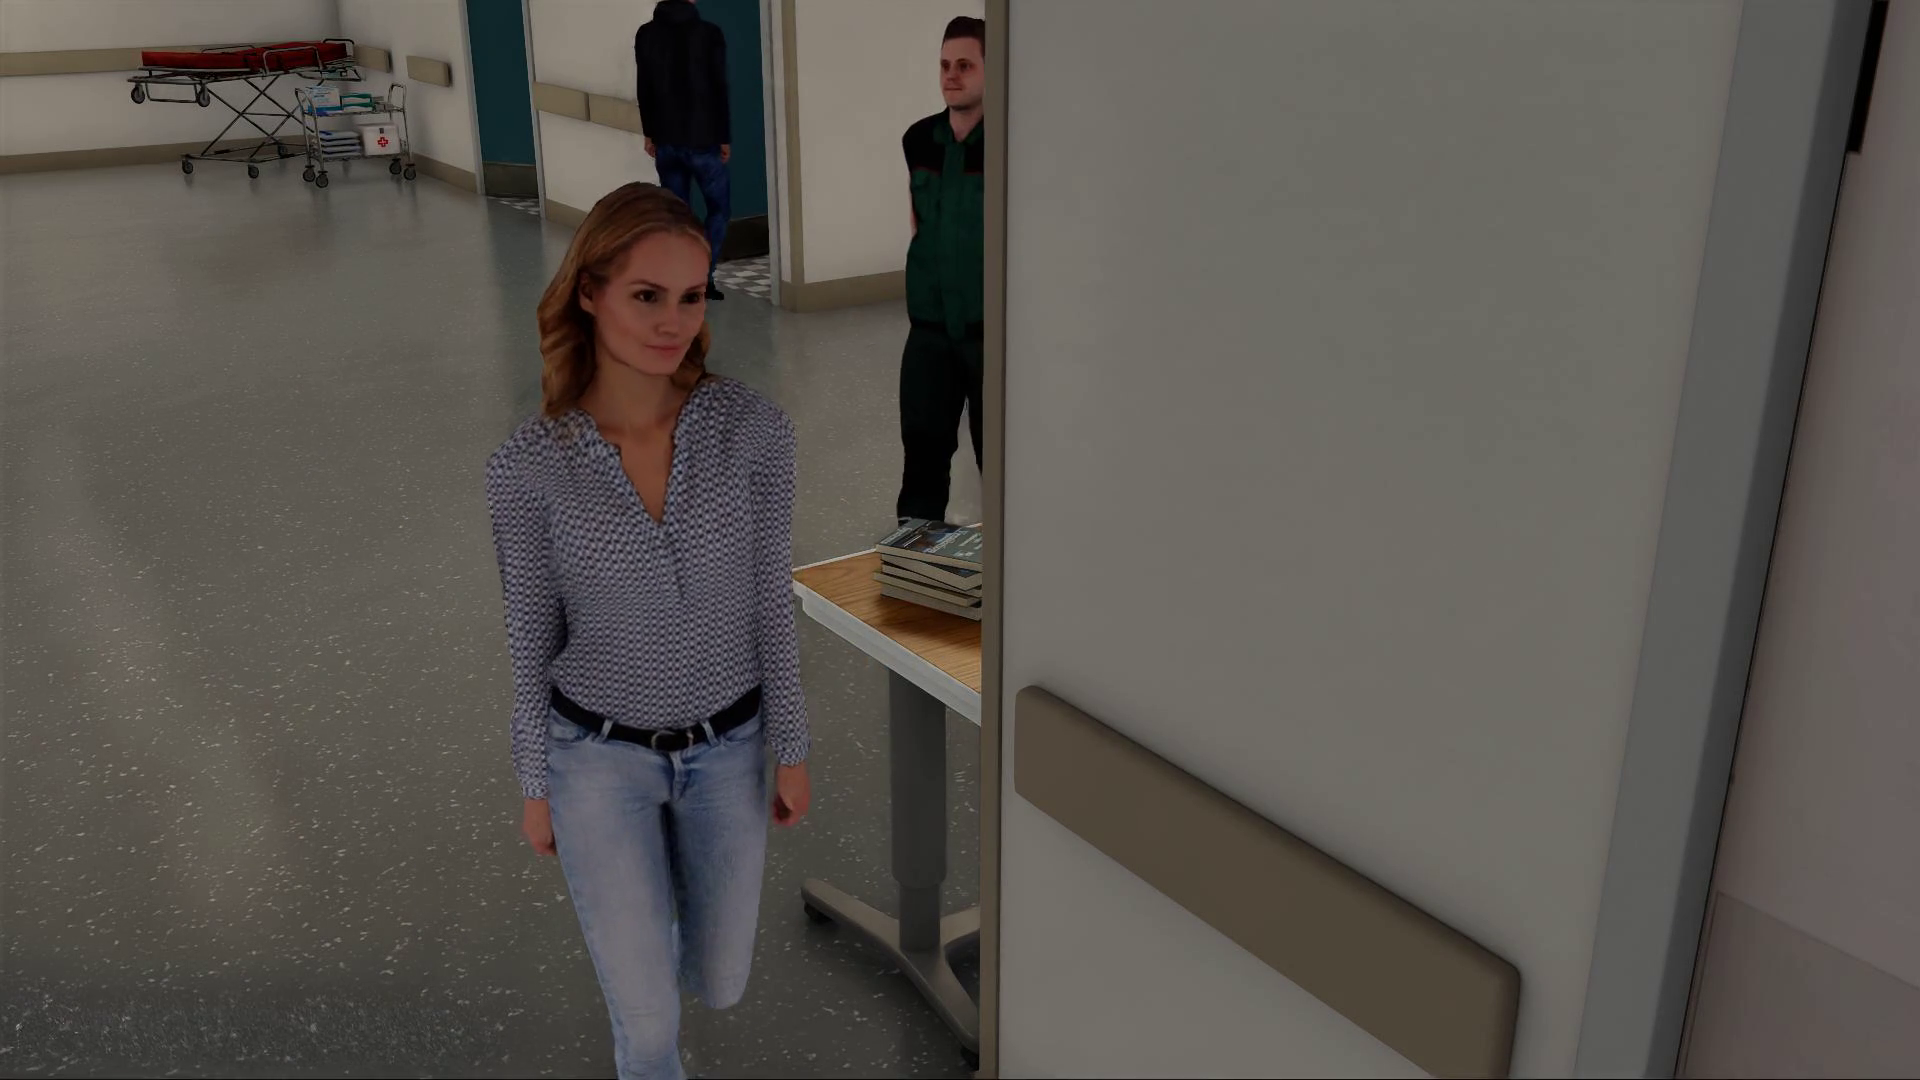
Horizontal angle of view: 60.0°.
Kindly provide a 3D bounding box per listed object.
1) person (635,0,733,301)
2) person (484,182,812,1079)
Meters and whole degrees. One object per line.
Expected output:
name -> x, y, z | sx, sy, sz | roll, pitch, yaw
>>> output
person -> -1.494, -2.137, 8.995 | 0.801, 1.874, 0.847 | 1, 21, 2
person -> -0.465, 0.338, 2.605 | 0.804, 1.773, 1.075 | -5, 21, -13
